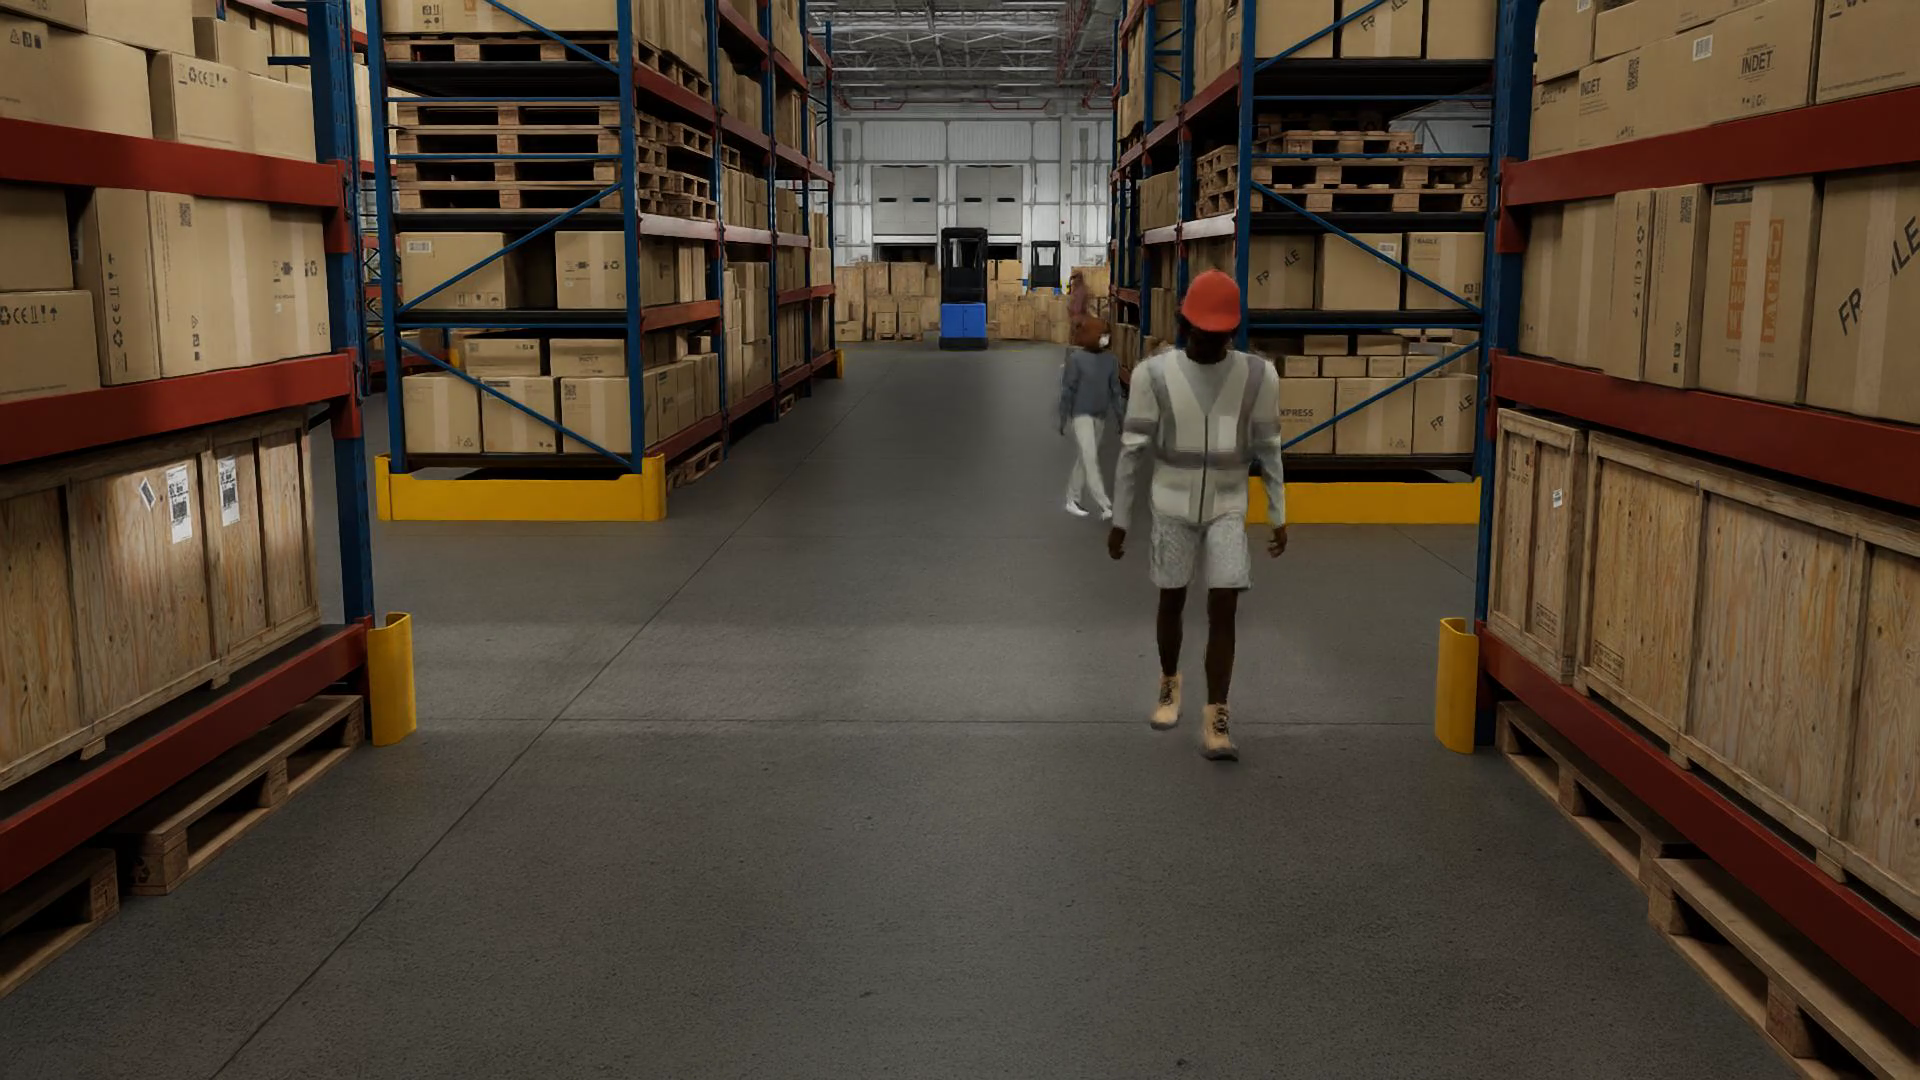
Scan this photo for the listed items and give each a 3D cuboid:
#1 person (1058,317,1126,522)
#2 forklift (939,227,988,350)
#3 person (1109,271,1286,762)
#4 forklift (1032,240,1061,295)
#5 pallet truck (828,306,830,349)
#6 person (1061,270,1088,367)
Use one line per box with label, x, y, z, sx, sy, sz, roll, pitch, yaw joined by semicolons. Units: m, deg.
person;1.074;-0.940;13.026;0.521;1.582;0.849;-7;12;-35
forklift;0.091;-5.837;38.528;1.129;2.768;1.873;0;9;1
person;0.988;-0.104;6.864;0.734;1.971;1.008;1;10;4
forklift;3.172;-9.648;61.356;1.129;2.768;1.873;0;9;1
pallet truck;-3.100;-3.940;29.800;1.885;1.965;0.823;3;10;19
person;2.349;-4.248;32.006;0.728;1.883;0.652;-1;9;-3
